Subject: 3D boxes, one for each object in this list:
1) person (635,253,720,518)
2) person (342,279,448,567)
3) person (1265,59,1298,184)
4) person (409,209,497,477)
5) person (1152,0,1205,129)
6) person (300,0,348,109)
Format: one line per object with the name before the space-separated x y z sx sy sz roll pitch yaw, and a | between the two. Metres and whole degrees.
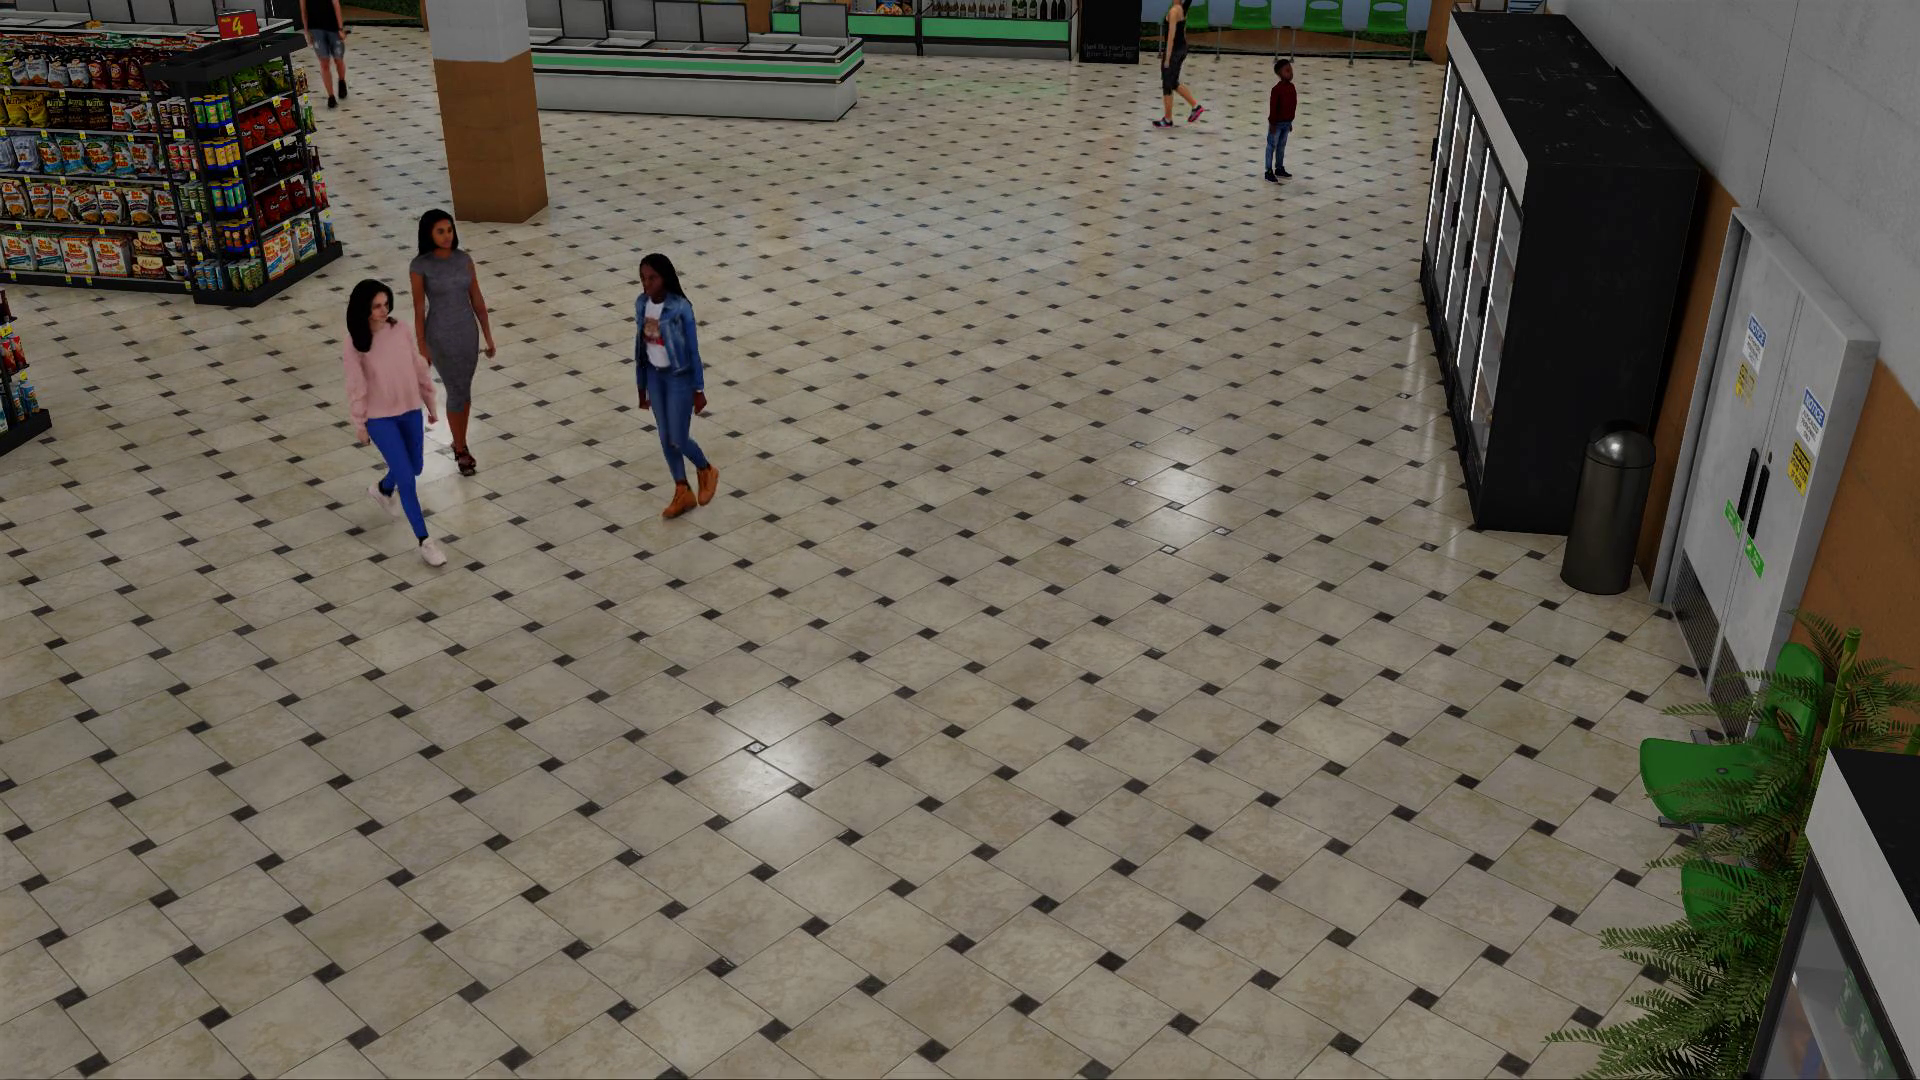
person | -1.718 -0.965 10.259 0.735 1.702 0.810 14 30 25
person | -3.357 -0.720 9.737 1.195 1.736 1.032 19 33 33
person | 3.391 -4.451 17.628 0.591 1.254 0.642 -21 34 -36
person | -3.348 -1.296 10.838 0.758 1.767 0.816 -24 35 -38
person | 2.611 -5.679 19.543 0.931 1.712 0.734 14 30 25
person | -7.915 -6.379 20.804 1.211 1.819 1.045 -7 28 -14
